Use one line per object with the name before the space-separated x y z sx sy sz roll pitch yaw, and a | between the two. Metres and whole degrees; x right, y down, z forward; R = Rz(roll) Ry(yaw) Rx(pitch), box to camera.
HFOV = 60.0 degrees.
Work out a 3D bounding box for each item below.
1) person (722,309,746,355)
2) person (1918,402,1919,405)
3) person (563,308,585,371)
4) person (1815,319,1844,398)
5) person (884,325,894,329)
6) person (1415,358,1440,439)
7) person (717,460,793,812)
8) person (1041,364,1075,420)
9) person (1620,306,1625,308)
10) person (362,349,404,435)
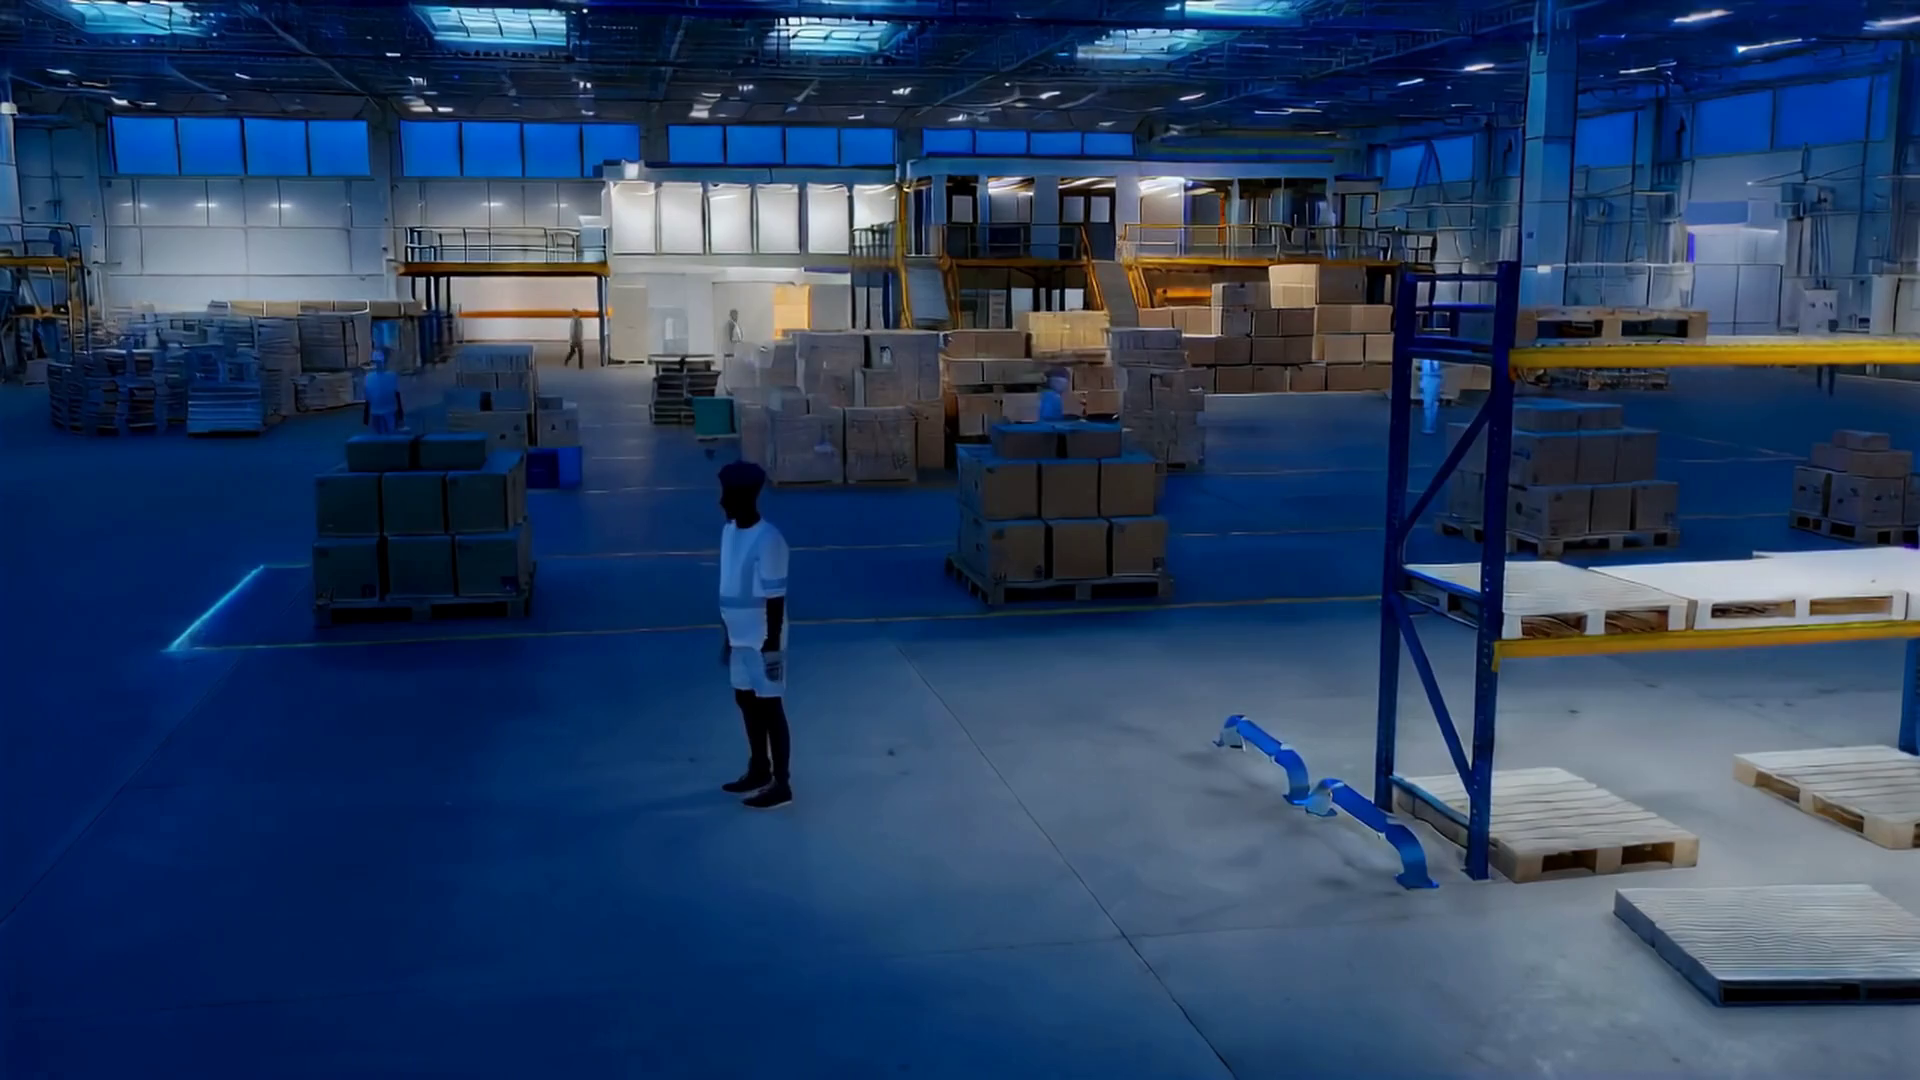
person | -6.043 -5.287 44.887 0.961 1.876 0.601 5 11 28
person | 21.090 -3.848 35.980 0.618 1.927 0.769 1 9 9
person | -11.206 -5.806 48.241 0.662 1.824 0.534 7 12 36
person | 20.052 -4.191 38.375 0.644 1.822 0.493 3 10 20
person | -1.737 -4.027 37.727 0.453 1.699 0.561 7 11 35
person | 8.233 -2.719 29.233 0.359 1.883 0.573 7 12 36
person | -1.155 0.526 9.245 0.387 1.958 0.605 -6 11 -31
person | 1.156 -1.109 19.423 1.005 1.877 0.567 1 9 9
person | 20.504 -6.363 51.705 0.655 1.798 0.790 0 9 -1
person | -8.187 -1.770 23.547 0.550 1.847 0.653 -1 9 -8
